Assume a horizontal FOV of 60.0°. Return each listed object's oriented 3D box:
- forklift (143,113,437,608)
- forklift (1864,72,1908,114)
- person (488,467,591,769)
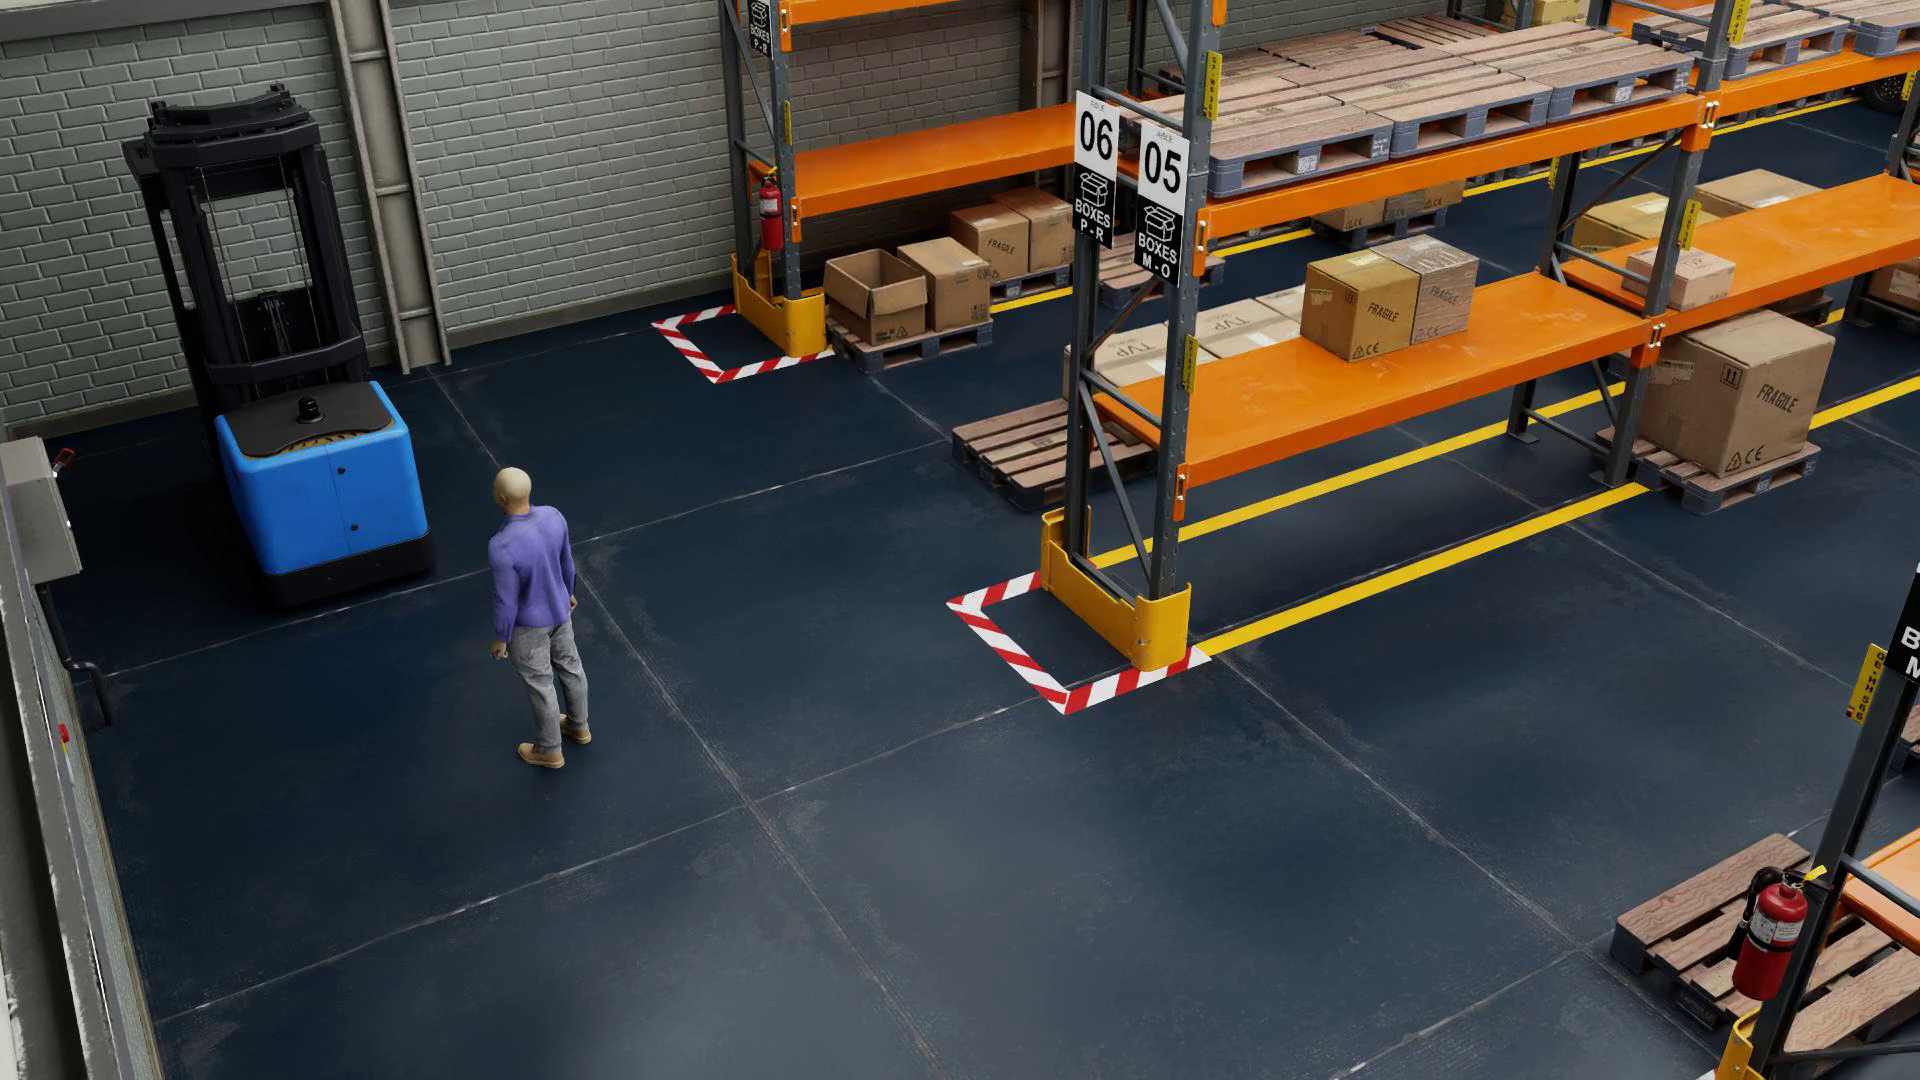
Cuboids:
[{"bbox_3d":[-4.289,-1.259,10.509,1.129,2.768,1.873,-17,36,-26],"label":"forklift"},{"bbox_3d":[11.468,-5.645,18.244,1.214,2.155,2.313,-17,36,-26],"label":"forklift"},{"bbox_3d":[-2.229,0.418,8.810,0.394,1.800,0.594,17,36,26],"label":"person"}]
